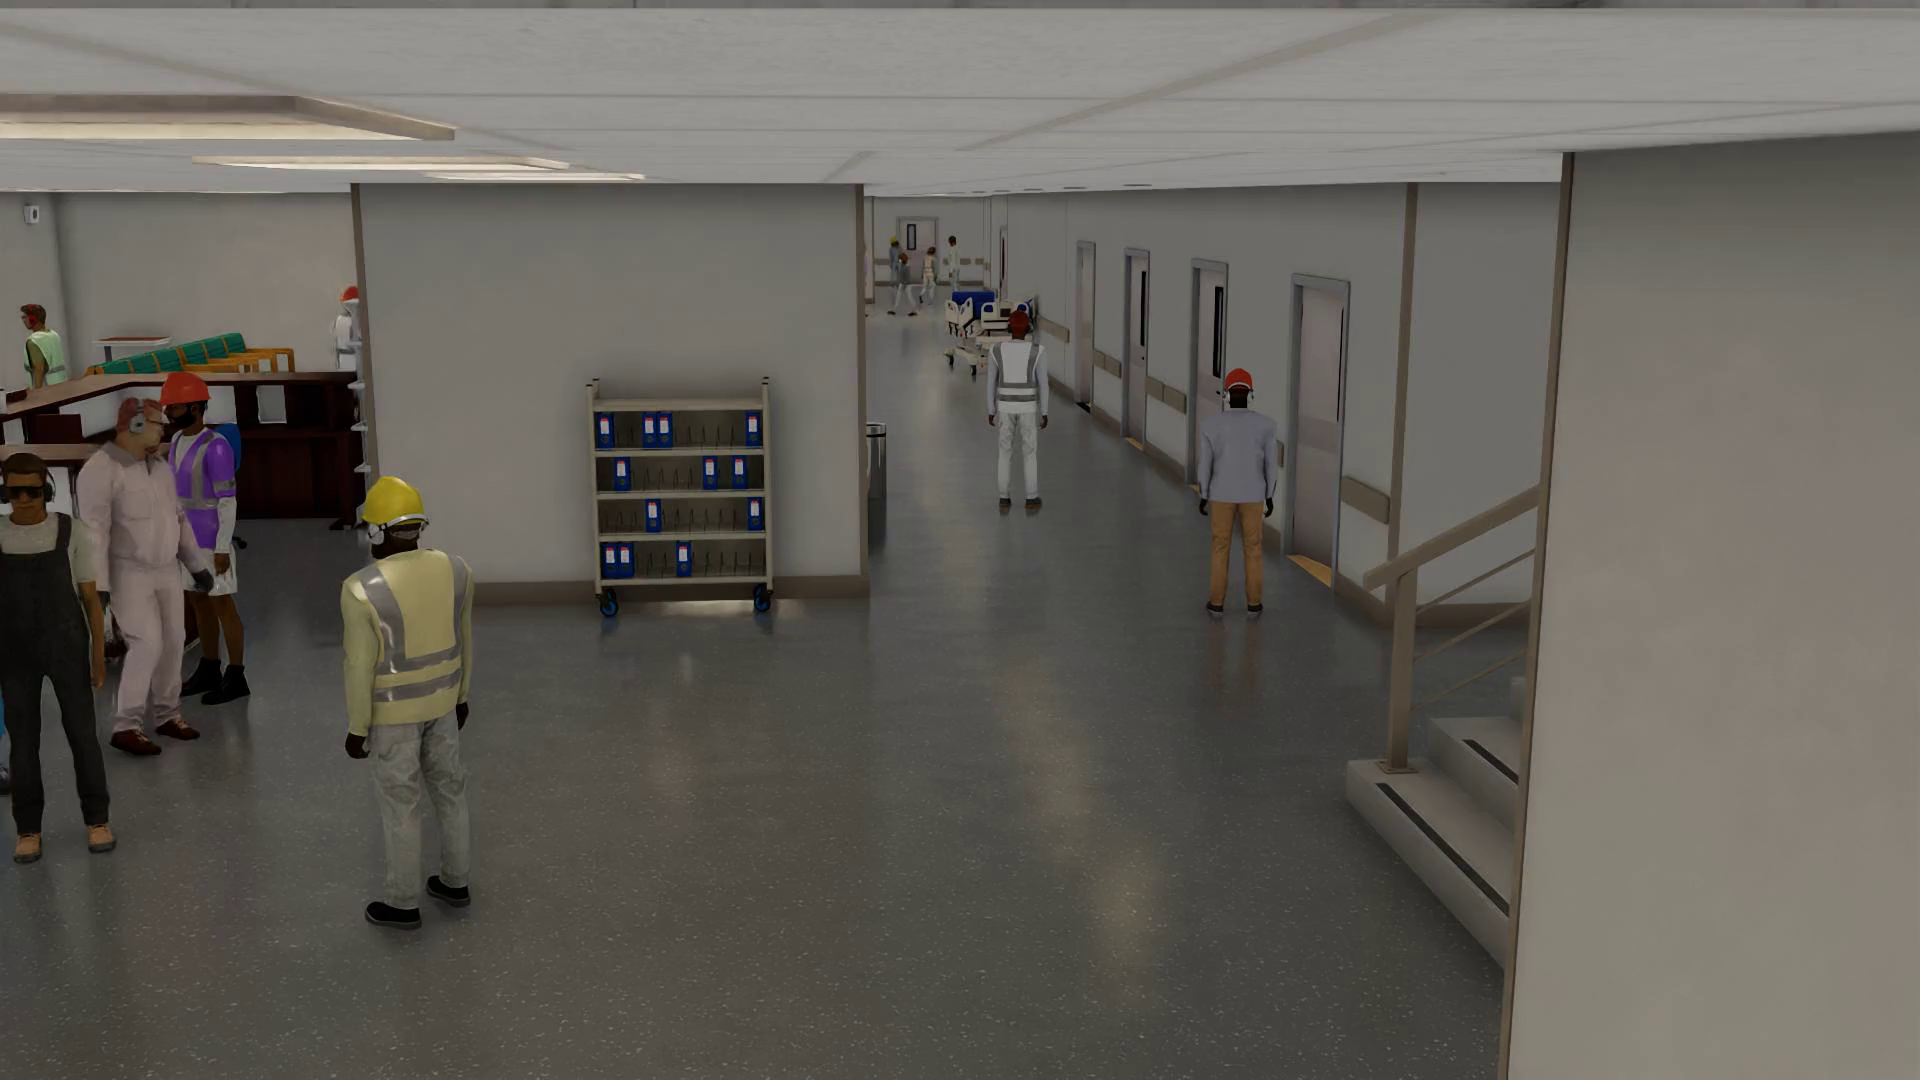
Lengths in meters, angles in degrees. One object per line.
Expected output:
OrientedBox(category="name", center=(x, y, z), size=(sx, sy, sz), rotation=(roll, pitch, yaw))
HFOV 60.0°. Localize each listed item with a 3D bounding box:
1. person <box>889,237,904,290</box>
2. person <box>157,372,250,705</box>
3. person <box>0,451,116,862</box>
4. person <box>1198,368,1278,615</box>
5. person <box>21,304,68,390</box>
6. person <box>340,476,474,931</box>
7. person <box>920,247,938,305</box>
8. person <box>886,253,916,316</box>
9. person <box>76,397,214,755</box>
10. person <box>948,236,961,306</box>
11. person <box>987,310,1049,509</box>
OrientedBox(category="person", center=(-2.061, -8.916, 53.773), size=(0.557, 1.704, 0.380), rotation=(-5, 12, -21))
OrientedBox(category="person", center=(-4.420, -0.011, 9.670), size=(0.548, 1.938, 0.358), rotation=(8, 14, 35))
OrientedBox(category="person", center=(-4.054, 0.514, 7.356), size=(0.504, 1.837, 0.345), rotation=(-5, 13, -23))
OrientedBox(category="person", center=(1.953, -0.337, 11.727), size=(0.559, 1.745, 0.333), rotation=(1, 12, 5))
OrientedBox(category="person", center=(-9.533, -1.542, 17.384), size=(0.374, 1.841, 0.575), rotation=(-1, 12, -7))
OrientedBox(category="person", center=(-2.223, 0.652, 6.690), size=(0.404, 1.833, 0.590), rotation=(8, 14, 33))
OrientedBox(category="person", center=(-0.885, -7.346, 46.275), size=(0.536, 1.618, 0.532), rotation=(7, 13, 31))
OrientedBox(category="person", center=(-1.440, -6.404, 41.746), size=(0.835, 1.584, 0.511), rotation=(-8, 14, -33))
OrientedBox(category="person", center=(-4.332, 0.186, 8.881), size=(0.511, 1.875, 0.689), rotation=(3, 12, 15))
OrientedBox(category="person", center=(-0.173, -7.423, 45.901), size=(0.371, 1.934, 0.627), rotation=(3, 12, 15))
OrientedBox(category="person", center=(0.551, -1.233, 15.768), size=(0.587, 1.883, 0.341), rotation=(3, 12, 12))
